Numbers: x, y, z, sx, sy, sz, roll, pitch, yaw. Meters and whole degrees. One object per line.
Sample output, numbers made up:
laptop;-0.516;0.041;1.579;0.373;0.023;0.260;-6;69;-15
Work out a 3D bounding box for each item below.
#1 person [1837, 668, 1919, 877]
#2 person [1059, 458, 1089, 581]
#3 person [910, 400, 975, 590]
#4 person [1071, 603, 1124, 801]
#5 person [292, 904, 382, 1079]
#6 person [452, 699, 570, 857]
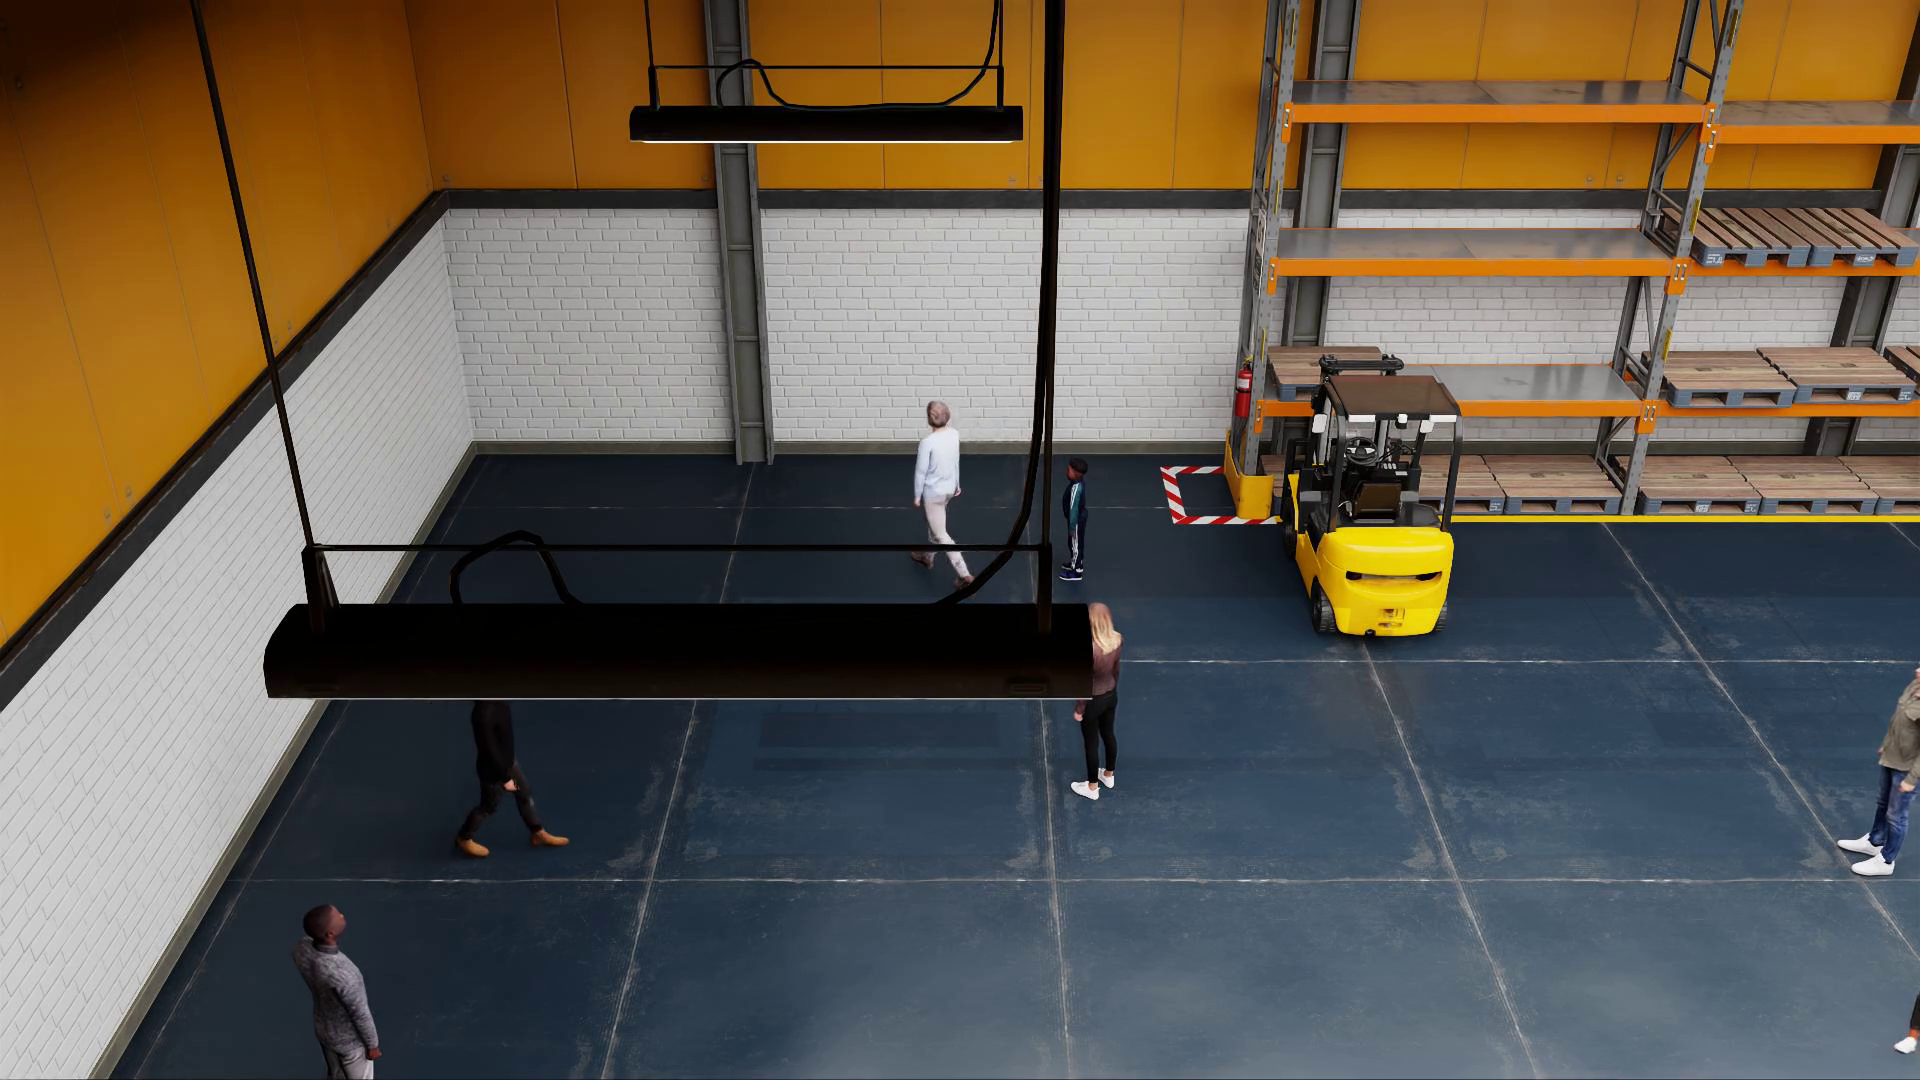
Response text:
person;6.883;1.621;12.074;0.657;1.864;0.743;5;29;9
person;1.125;-0.218;16.080;0.506;1.255;0.528;4;29;8
person;-0.146;-0.407;15.798;1.260;1.858;1.204;26;38;38
person;1.074;1.244;12.934;0.663;1.703;0.725;-25;37;-38
person;-3.650;2.890;9.777;0.691;1.835;0.802;18;34;30
person;-3.479;1.634;12.217;1.055;1.703;0.633;0;29;-1
